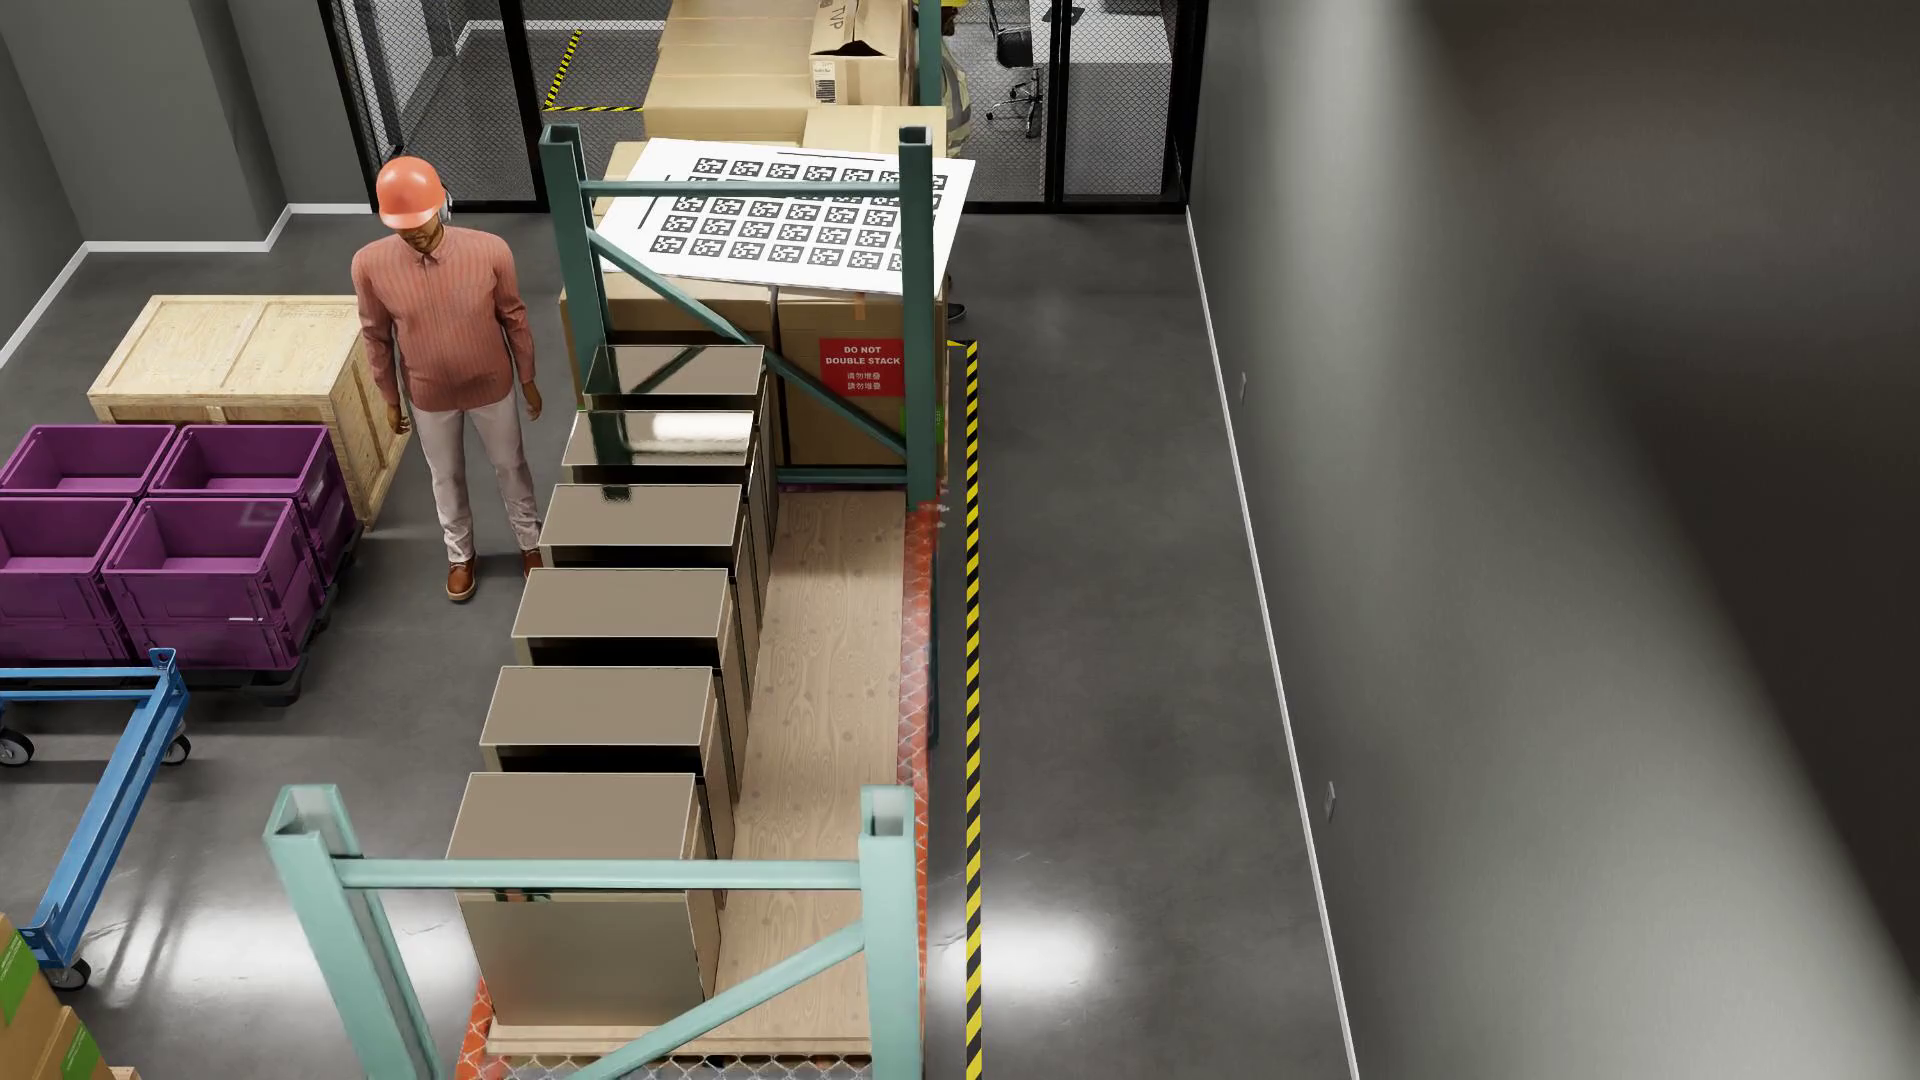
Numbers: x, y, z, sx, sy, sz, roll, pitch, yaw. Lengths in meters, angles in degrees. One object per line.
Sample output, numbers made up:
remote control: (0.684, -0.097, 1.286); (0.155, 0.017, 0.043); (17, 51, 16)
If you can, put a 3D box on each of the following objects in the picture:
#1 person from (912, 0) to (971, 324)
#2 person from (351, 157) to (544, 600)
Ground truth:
person: (-0.148, -1.946, 8.192); (0.403, 1.828, 0.597); (-8, 42, -9)
person: (-1.965, -0.597, 6.526); (0.622, 1.992, 0.373); (-9, 42, -11)
